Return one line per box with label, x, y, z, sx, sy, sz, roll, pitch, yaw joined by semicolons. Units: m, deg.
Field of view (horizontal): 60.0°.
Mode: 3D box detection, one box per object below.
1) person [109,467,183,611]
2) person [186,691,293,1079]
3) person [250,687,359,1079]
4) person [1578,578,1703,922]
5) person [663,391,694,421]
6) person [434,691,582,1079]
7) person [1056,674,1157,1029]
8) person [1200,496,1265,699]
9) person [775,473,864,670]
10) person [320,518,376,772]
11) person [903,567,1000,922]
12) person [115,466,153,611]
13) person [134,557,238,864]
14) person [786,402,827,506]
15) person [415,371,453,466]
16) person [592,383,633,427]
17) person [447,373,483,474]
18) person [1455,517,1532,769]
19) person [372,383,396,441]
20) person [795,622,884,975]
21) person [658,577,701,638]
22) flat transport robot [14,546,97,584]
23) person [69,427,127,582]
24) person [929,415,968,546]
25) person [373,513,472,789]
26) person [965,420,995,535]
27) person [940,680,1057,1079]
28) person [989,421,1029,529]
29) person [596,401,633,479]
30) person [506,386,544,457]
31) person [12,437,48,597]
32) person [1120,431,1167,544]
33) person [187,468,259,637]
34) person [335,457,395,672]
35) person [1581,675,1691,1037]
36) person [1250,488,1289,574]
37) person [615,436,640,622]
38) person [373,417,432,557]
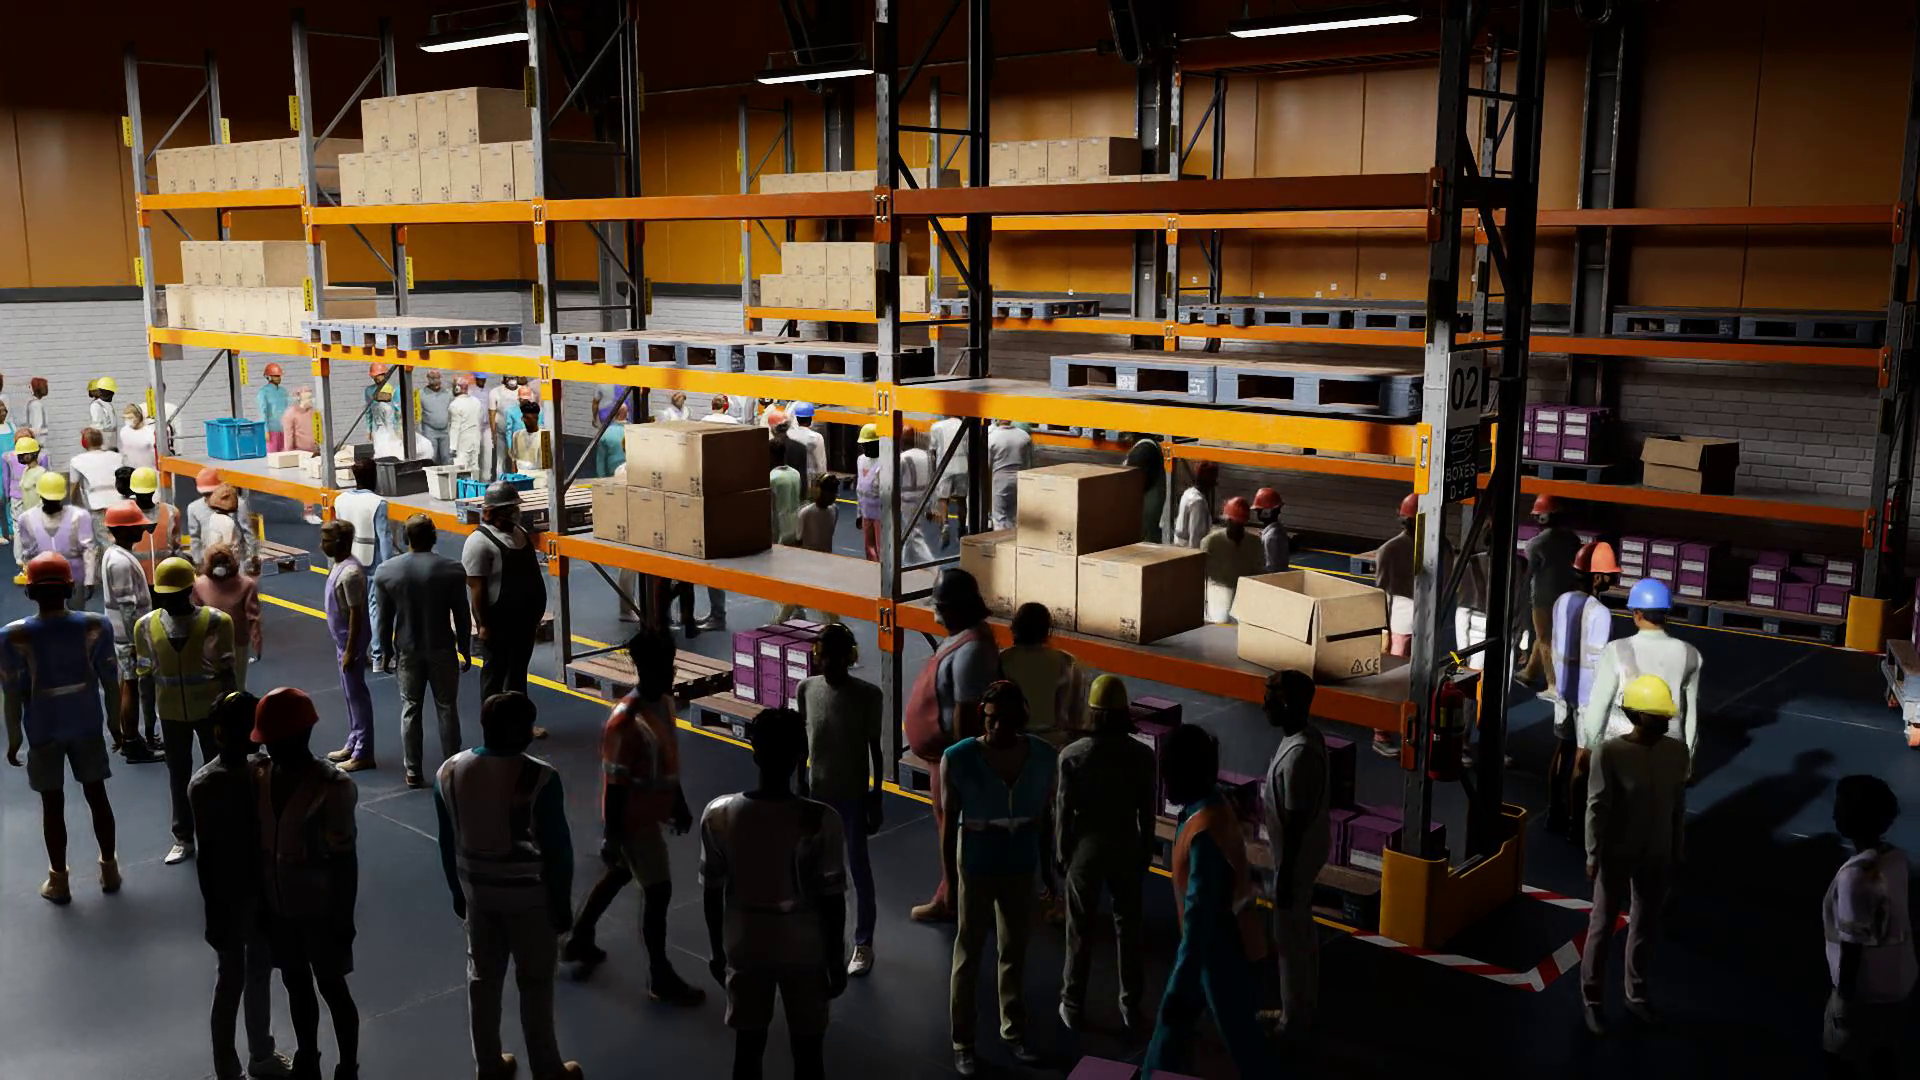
person;-6.902;0.328;14.180;0.584;1.919;0.382;-9;13;-41
person;-3.160;1.567;7.349;0.326;1.863;0.509;2;10;12
person;-2.840;1.563;7.179;0.543;1.929;0.387;4;11;24
person;3.874;1.186;9.366;0.651;1.908;0.890;-1;10;-7
person;-4.189;-1.427;24.970;0.528;1.605;0.738;-5;11;-27
person;-1.988;1.571;7.392;0.627;1.836;0.429;3;11;17
person;0.701;1.504;8.067;0.487;1.735;0.338;-1;10;-5
person;2.260;0.482;13.830;0.576;1.732;0.404;-4;11;-20
person;-1.368;0.250;15.074;1.139;1.776;0.542;10;14;44
person;-4.424;0.750;12.003;0.346;1.846;0.506;-5;11;-26
person;-0.014;1.131;9.295;0.602;2.000;0.692;0;10;1
person;-7.887;0.131;15.957;0.322;1.690;0.532;-2;10;-10
person;-4.708;1.042;10.161;0.581;1.919;0.398;-2;10;-9
person;-1.838;-0.666;19.718;0.602;1.949;0.387;5;11;25
person;-8.024;-1.636;25.423;0.567;1.905;0.690;10;14;43
person;-5.676;-2.036;27.201;0.677;2.000;0.910;-7;12;-34
person;-8.162;-1.873;27.260;0.682;1.713;0.578;-6;12;-30
person;3.847;0.733;12.027;0.577;1.876;0.359;-2;10;-10
person;-8.600;-1.487;24.958;0.484;1.734;0.307;9;14;42
person;-0.634;1.333;8.671;0.512;1.862;0.329;4;11;20
person;-2.747;-0.011;16.083;0.545;1.928;0.388;0;10;0
flat transport robot;-10.337;0.266;19.182;0.652;0.197;1.431;-2;10;-13
person;-9.517;-0.354;18.416;0.979;1.798;0.576;6;12;32
person;-0.083;-0.880;20.978;0.616;1.937;0.763;0;10;-1
person;-3.728;0.774;11.609;0.635;1.936;0.351;-2;10;-10
person;0.248;-0.960;21.717;0.600;1.827;0.404;4;11;24
person;0.174;1.526;7.631;0.565;1.841;0.396;-4;11;-21
person;0.596;-0.863;20.932;0.674;1.903;0.439;-9;13;-40
person;-4.123;-0.754;20.408;0.649;1.890;0.617;-4;11;-23
person;-6.382;-1.401;24.453;0.564;1.743;0.352;-3;10;-16
person;-9.861;-0.224;17.754;0.525;1.760;0.341;9;14;43
person;1.989;-0.444;18.204;0.539;2.000;0.727;3;10;15
person;-6.953;0.159;15.694;0.597;1.715;0.493;-1;10;-3
person;-5.278;0.221;14.791;0.598;1.915;0.375;5;11;25
person;3.258;1.505;7.968;0.561;1.766;0.340;-2;10;-12
person;2.606;0.426;14.098;0.339;1.748;0.567;3;10;14
person;-3.293;-0.142;16.813;0.383;1.924;0.594;0;10;-1
person;-6.494;-0.563;19.357;0.717;1.881;0.399;-2;10;-10
